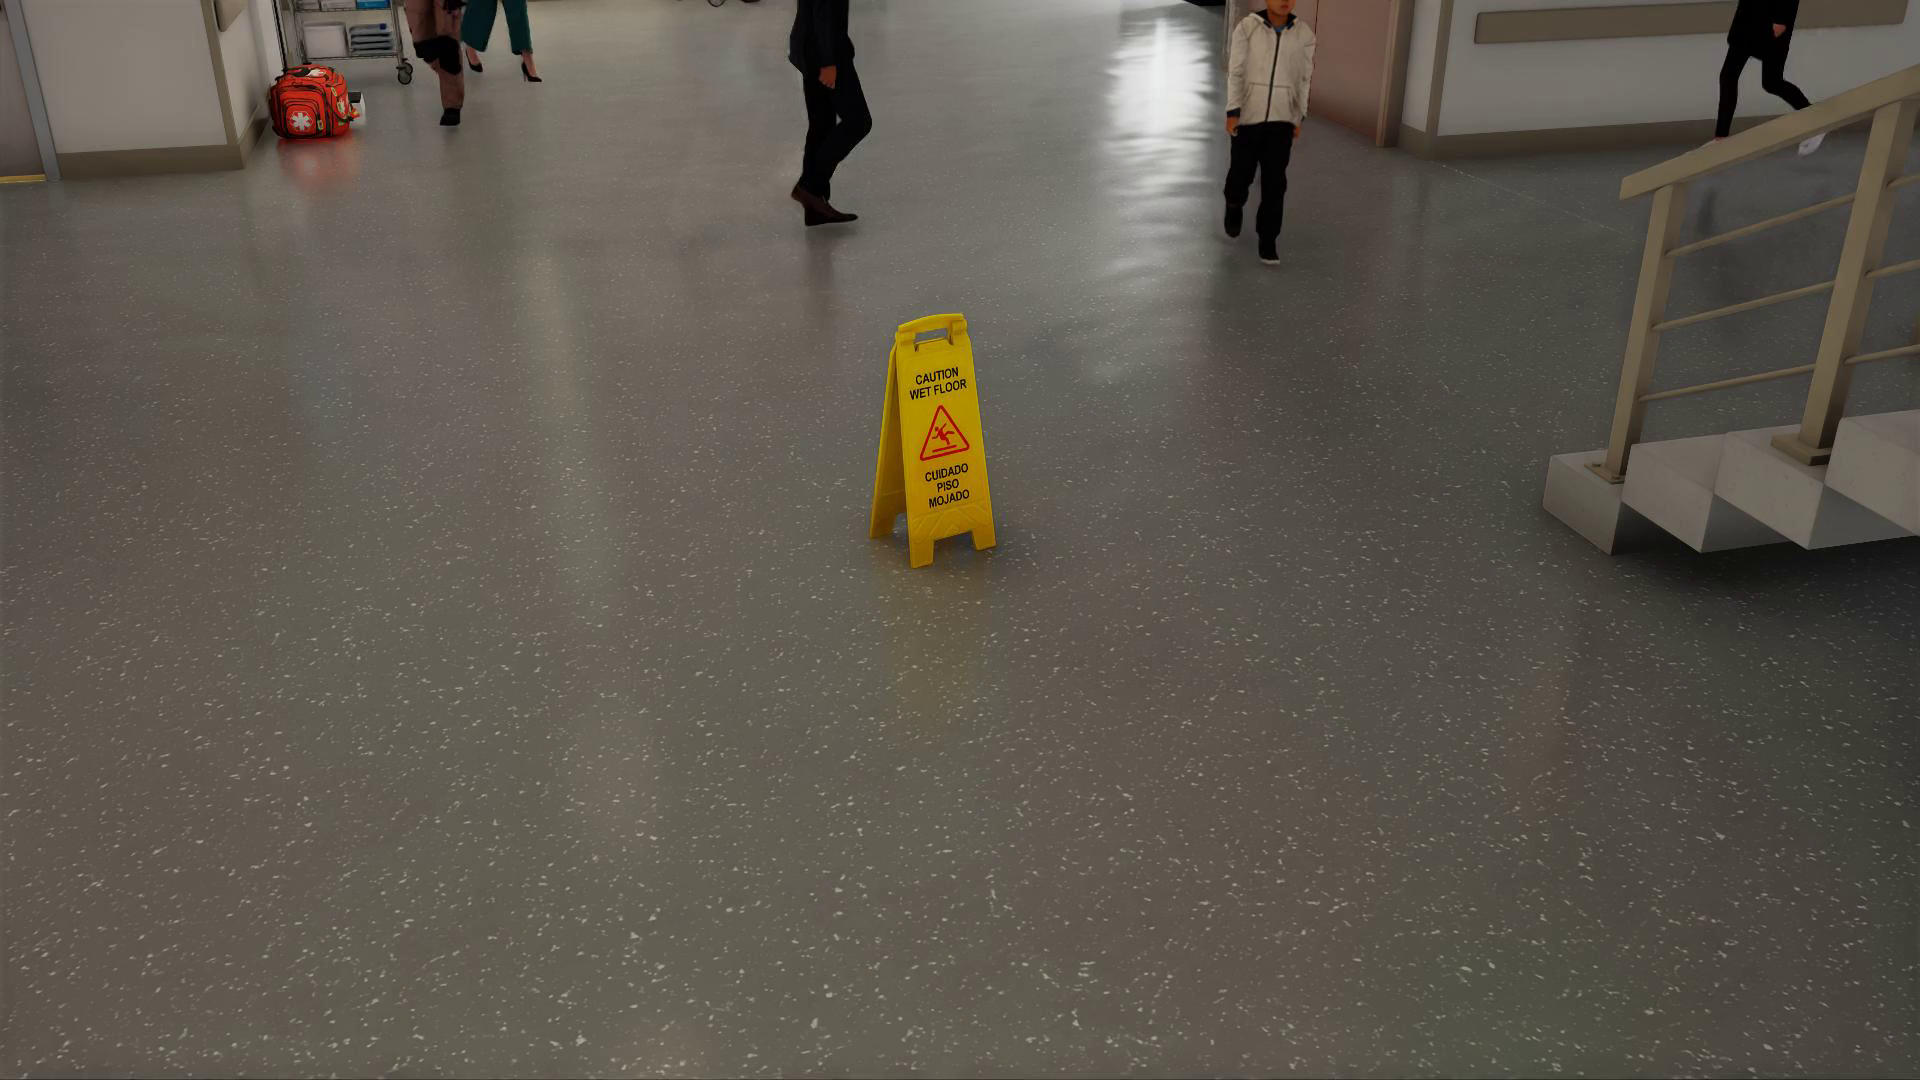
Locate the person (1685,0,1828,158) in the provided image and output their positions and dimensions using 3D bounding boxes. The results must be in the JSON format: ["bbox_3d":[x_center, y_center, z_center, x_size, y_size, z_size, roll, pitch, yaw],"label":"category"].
[{"bbox_3d":[4.956,-3.123,10.018,0.830,1.778,1.084,-1,26,-2],"label":"person"}]

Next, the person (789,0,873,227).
[{"bbox_3d":[-0.796,-2.548,8.742,0.717,1.850,0.606,-5,26,-10],"label":"person"}]

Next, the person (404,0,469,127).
[{"bbox_3d":[-3.570,-3.822,11.321,0.836,1.905,1.134,-2,26,-3],"label":"person"}]

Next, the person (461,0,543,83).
[{"bbox_3d":[-3.599,-4.340,12.635,0.993,1.697,1.212,-23,34,-39],"label":"person"}]

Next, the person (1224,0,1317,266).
[{"bbox_3d":[1.509,-2.142,8.373,0.724,1.439,0.937,0,26,-1],"label":"person"}]
